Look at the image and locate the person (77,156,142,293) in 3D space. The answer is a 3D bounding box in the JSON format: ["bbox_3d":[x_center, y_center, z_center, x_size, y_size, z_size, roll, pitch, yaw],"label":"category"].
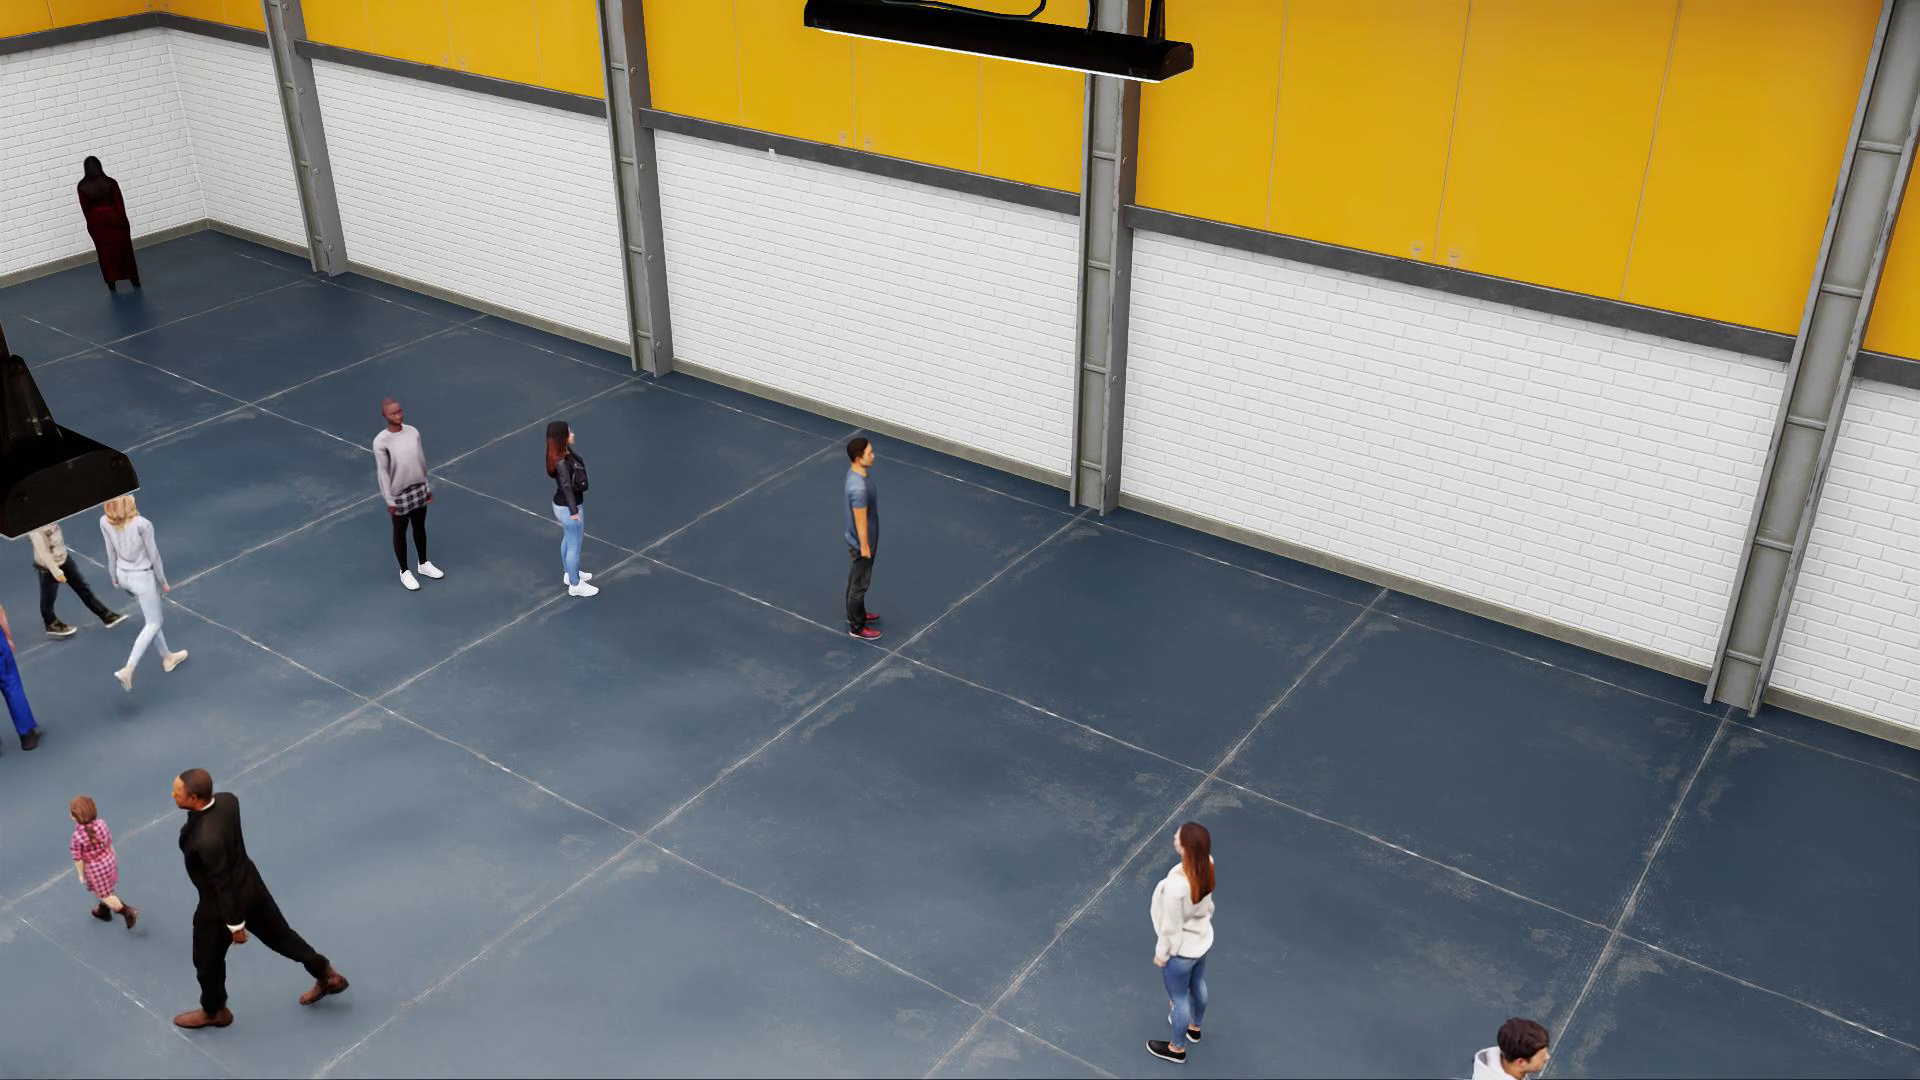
[{"bbox_3d":[-10.987,-4.076,21.439,0.765,1.753,0.787,-11,30,-19],"label":"person"}]

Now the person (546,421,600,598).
[{"bbox_3d":[-3.439,-0.298,14.636,0.794,1.634,0.695,-10,30,-18],"label":"person"}]

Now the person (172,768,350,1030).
[{"bbox_3d":[-4.242,2.132,9.936,1.325,1.869,1.187,-2,29,-3],"label":"person"}]

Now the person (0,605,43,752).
[{"bbox_3d":[-7.371,0.765,12.465,0.719,1.847,0.743,-14,31,-24],"label":"person"}]

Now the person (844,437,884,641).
[{"bbox_3d":[-0.838,-0.038,13.978,0.758,1.809,0.726,-2,29,-4],"label":"person"}]

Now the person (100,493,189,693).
[{"bbox_3d":[-6.572,0.390,13.232,1.065,1.770,0.932,6,29,11],"label":"person"}]

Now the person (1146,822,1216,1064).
[{"bbox_3d":[1.324,2.345,9.733,0.571,1.691,0.632,23,36,35],"label":"person"}]

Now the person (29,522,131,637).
[{"bbox_3d":[-7.664,0.199,13.929,1.030,1.439,0.845,1,29,2],"label":"person"}]

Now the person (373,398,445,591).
[{"bbox_3d":[-4.925,-0.437,14.748,0.538,1.771,0.620,21,35,33],"label":"person"}]

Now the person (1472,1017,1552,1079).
[{"bbox_3d":[2.485,3.091,8.179,1.308,1.869,1.081,3,29,6],"label":"person"}]

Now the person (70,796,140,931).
[{"bbox_3d":[-5.613,2.124,10.849,0.714,1.010,0.510,12,31,21],"label":"person"}]
